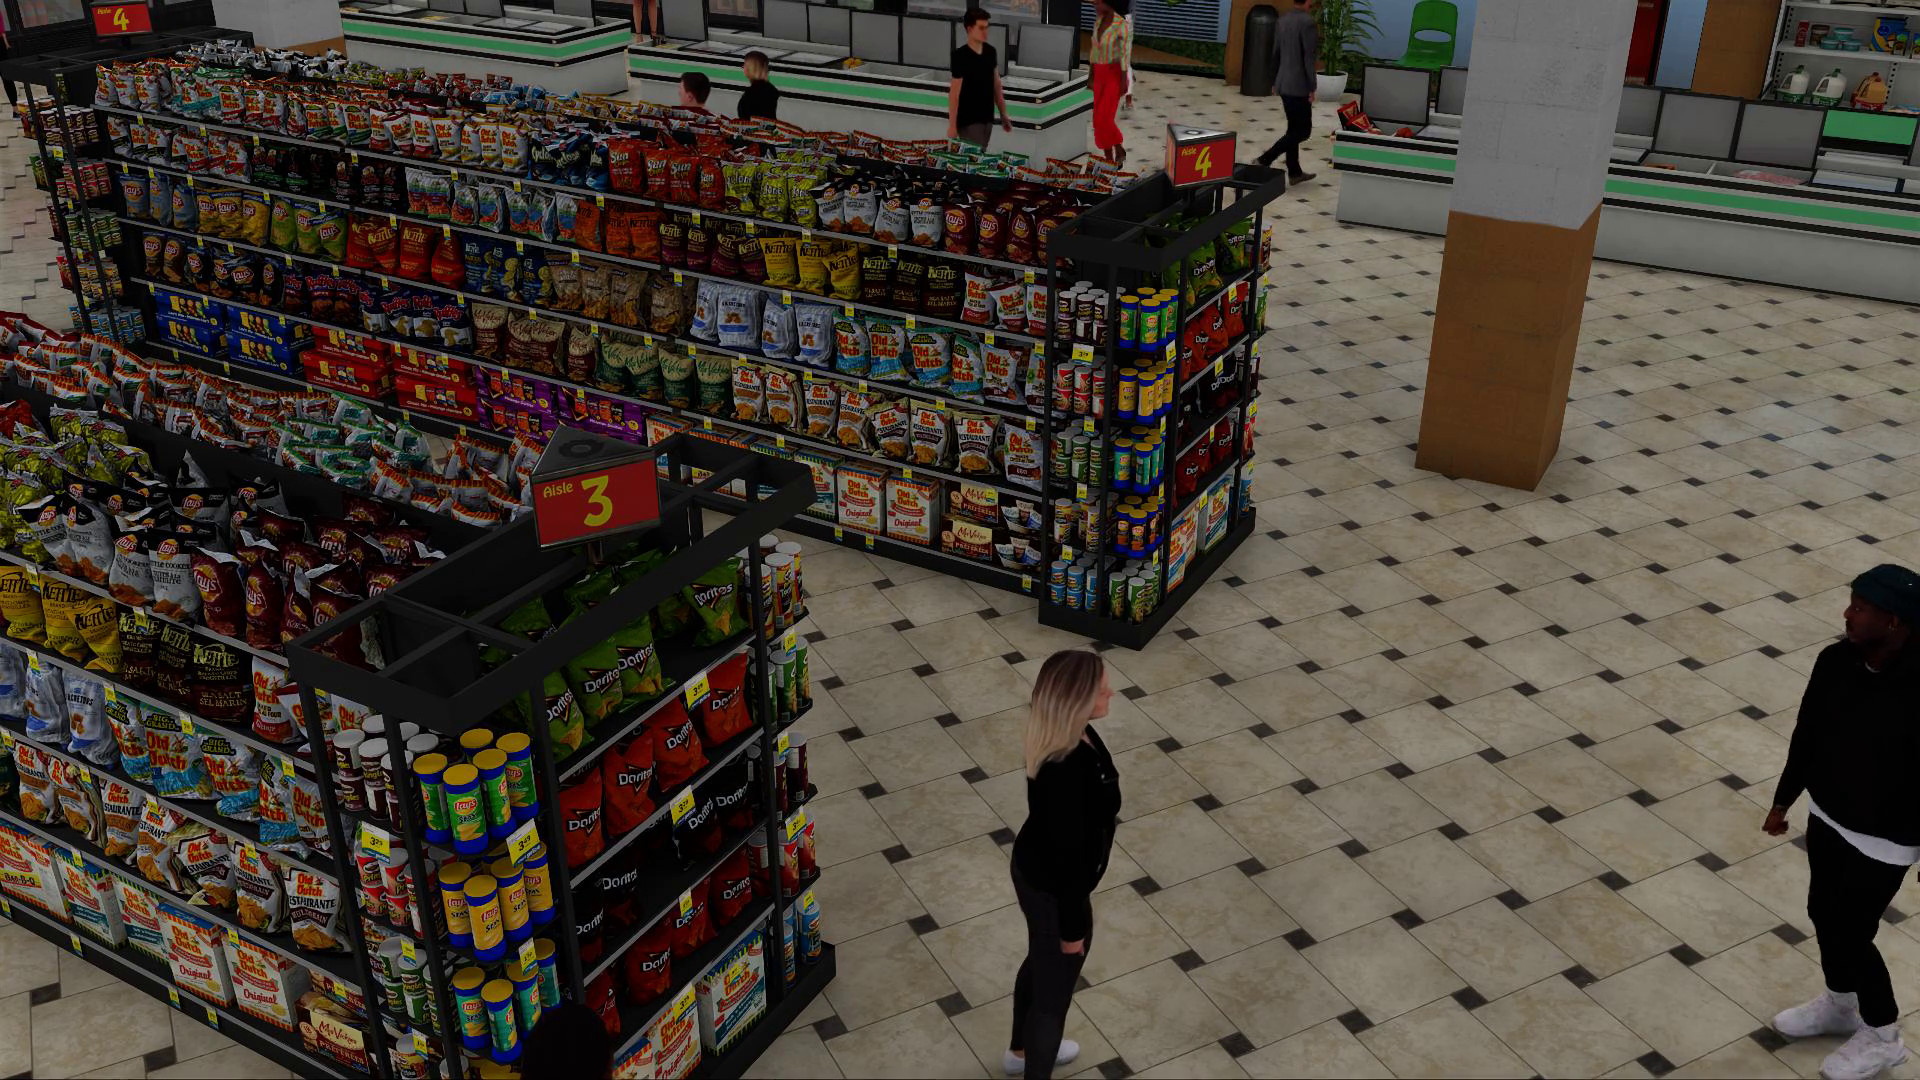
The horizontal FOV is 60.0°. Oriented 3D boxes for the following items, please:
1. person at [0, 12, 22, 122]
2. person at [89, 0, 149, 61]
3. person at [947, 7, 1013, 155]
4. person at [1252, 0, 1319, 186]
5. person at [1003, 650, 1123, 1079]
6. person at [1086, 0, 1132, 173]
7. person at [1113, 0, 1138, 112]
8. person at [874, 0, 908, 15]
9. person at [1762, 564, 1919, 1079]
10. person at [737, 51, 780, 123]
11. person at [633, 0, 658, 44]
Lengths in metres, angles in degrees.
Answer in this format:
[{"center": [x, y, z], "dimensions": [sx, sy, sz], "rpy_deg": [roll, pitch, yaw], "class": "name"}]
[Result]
[{"center": [-10.361, -5.314, 17.664], "dimensions": [0.689, 1.698, 0.741], "rpy_deg": [-9, 28, -16], "class": "person"}, {"center": [-8.074, -4.627, 16.184], "dimensions": [1.024, 1.811, 1.034], "rpy_deg": [-4, 27, -8], "class": "person"}, {"center": [0.056, -3.528, 13.991], "dimensions": [0.982, 1.835, 0.712], "rpy_deg": [17, 32, 30], "class": "person"}, {"center": [2.988, -4.098, 15.096], "dimensions": [1.117, 1.853, 1.118], "rpy_deg": [-12, 29, -22], "class": "person"}, {"center": [0.278, 1.062, 5.113], "dimensions": [0.737, 1.678, 0.702], "rpy_deg": [-4, 27, -8], "class": "person"}, {"center": [1.437, -4.197, 15.384], "dimensions": [0.788, 1.769, 0.761], "rpy_deg": [-22, 34, -36], "class": "person"}, {"center": [1.733, -5.476, 17.996], "dimensions": [1.144, 1.688, 1.112], "rpy_deg": [-4, 27, -7], "class": "person"}, {"center": [-0.835, -5.726, 18.343], "dimensions": [0.804, 1.821, 0.745], "rpy_deg": [14, 30, 26], "class": "person"}, {"center": [2.939, 0.919, 5.285], "dimensions": [0.881, 1.779, 0.830], "rpy_deg": [-12, 29, -23], "class": "person"}, {"center": [-1.502, -3.009, 13.176], "dimensions": [0.944, 1.647, 0.585], "rpy_deg": [14, 30, 26], "class": "person"}, {"center": [-4.086, -7.326, 21.502], "dimensions": [0.854, 1.816, 0.905], "rpy_deg": [-12, 29, -22], "class": "person"}]
